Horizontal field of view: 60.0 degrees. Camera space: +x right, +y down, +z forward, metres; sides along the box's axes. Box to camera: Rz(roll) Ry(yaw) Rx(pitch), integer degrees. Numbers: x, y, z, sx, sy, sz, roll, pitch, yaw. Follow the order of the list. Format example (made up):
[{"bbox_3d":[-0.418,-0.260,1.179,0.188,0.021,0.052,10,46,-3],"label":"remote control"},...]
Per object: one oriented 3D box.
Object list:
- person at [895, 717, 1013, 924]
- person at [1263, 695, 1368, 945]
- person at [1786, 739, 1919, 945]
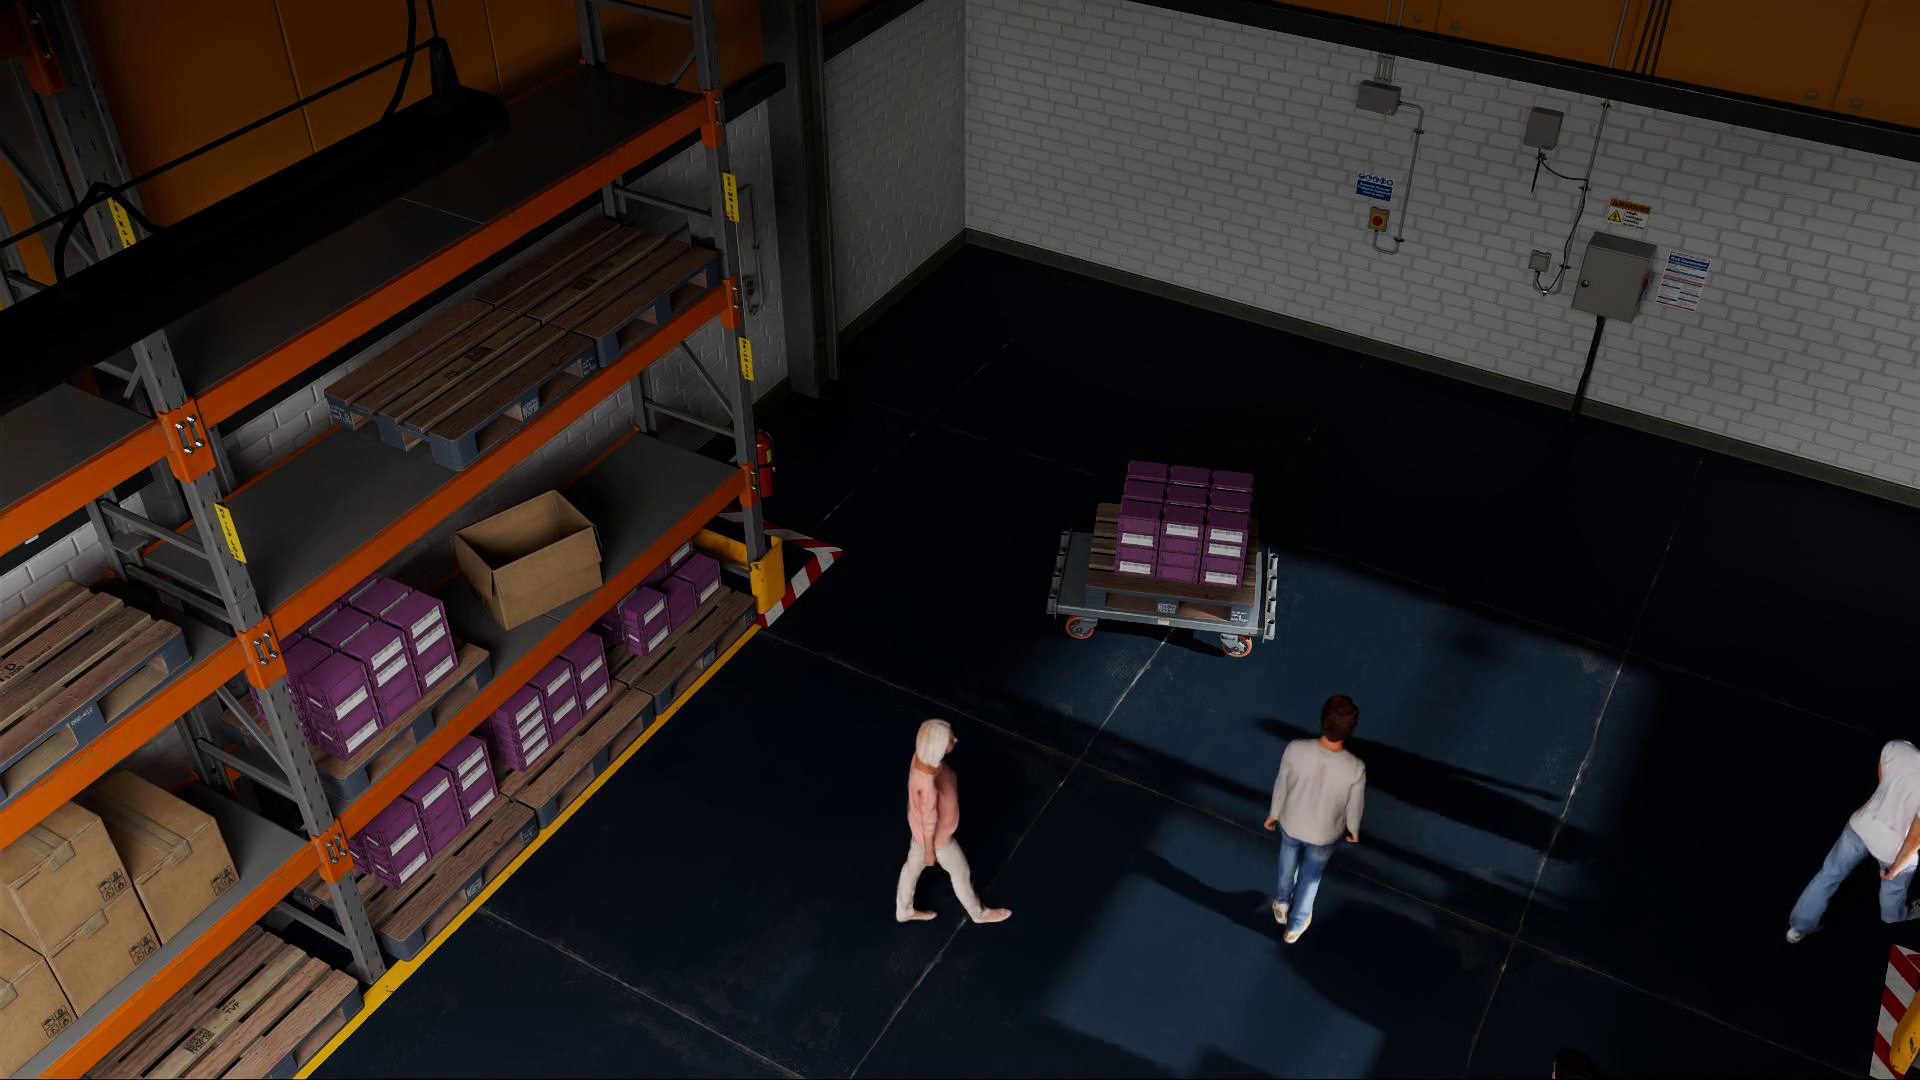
[{"bbox_3d":[-0.250,1.691,9.779,0.991,1.703,0.981,-4,39,-6],"label":"person"},{"bbox_3d":[2.010,1.696,9.624,0.703,1.888,0.625,17,42,20],"label":"person"},{"bbox_3d":[5.272,1.737,9.636,1.237,1.808,1.139,-13,40,-15],"label":"person"}]
